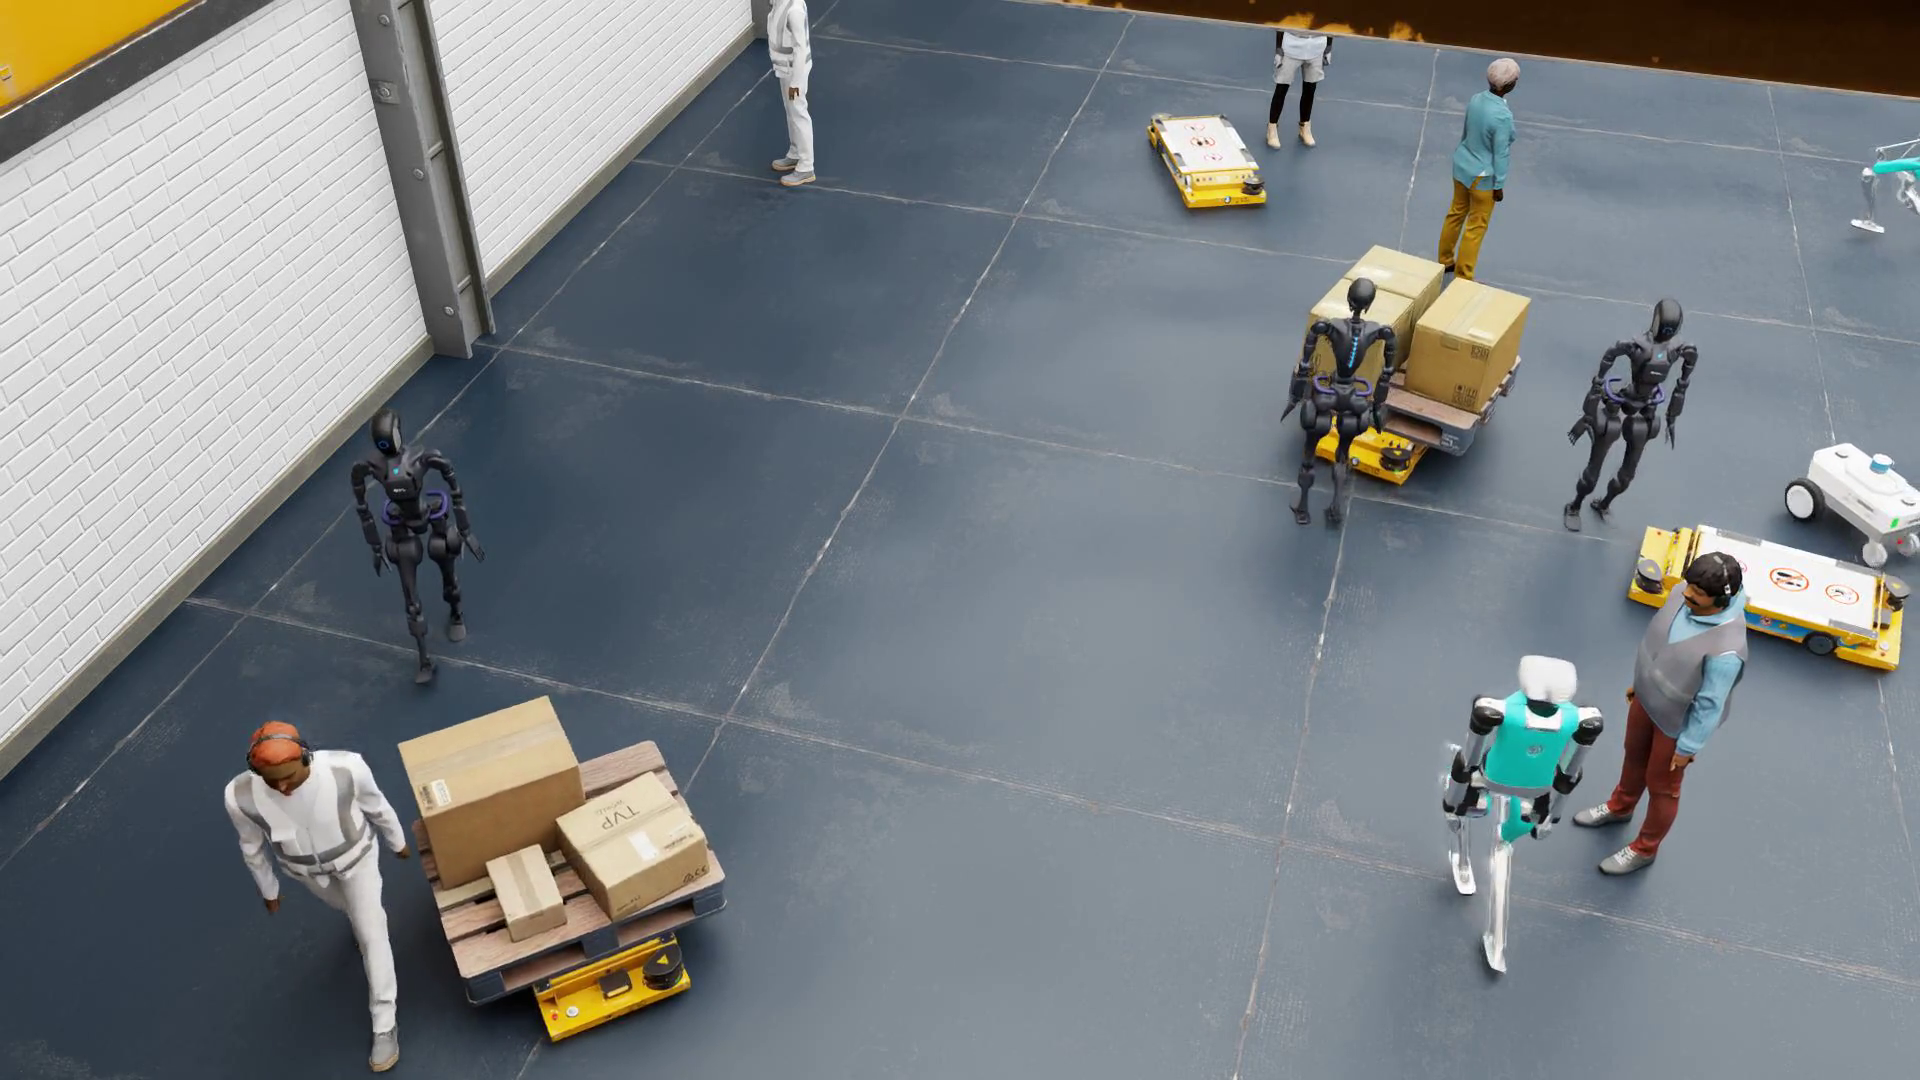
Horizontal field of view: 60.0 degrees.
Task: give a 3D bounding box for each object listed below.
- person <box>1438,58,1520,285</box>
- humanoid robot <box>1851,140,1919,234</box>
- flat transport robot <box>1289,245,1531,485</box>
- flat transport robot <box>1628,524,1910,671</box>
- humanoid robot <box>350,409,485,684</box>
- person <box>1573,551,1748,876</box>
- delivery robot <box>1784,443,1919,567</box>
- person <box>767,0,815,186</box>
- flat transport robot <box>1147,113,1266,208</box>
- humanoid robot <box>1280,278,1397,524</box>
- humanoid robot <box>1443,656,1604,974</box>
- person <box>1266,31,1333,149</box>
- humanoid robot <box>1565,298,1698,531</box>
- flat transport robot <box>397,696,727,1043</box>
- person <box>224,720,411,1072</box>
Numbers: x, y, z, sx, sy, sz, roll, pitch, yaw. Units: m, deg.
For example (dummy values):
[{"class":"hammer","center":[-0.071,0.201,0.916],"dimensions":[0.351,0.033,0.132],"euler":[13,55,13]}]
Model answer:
[{"class":"person","center":[3.789,-2.653,12.127],"dimensions":[0.344,1.750,0.528],"euler":[-12,40,-14]},{"class":"humanoid robot","center":[7.289,-3.018,12.591],"dimensions":[0.553,1.728,0.966],"euler":[-32,49,-33]},{"class":"flat transport robot","center":[2.928,-0.892,11.114],"dimensions":[0.659,0.231,1.431],"euler":[23,44,26]},{"class":"flat transport robot","center":[4.682,0.294,9.639],"dimensions":[1.431,0.231,0.659],"euler":[17,42,20]},{"class":"humanoid robot","center":[-2.872,0.005,8.891],"dimensions":[0.598,1.638,0.652],"euler":[-8,39,-10]},{"class":"person","center":[3.320,0.794,7.740],"dimensions":[0.417,1.873,0.535],"euler":[-6,39,-7]},{"class":"delivery robot","center":[5.483,-0.257,10.110],"dimensions":[0.499,0.612,0.805],"euler":[-14,41,-17]},{"class":"person","center":[-1.377,-3.801,13.446],"dimensions":[0.357,1.882,0.572],"euler":[-10,40,-13]},{"class":"flat transport robot","center":[2.063,-3.217,14.006],"dimensions":[0.659,0.231,1.431],"euler":[-5,39,-7]},{"class":"humanoid robot","center":[2.230,-0.795,9.875],"dimensions":[0.608,1.648,0.353],"euler":[2,39,2]},{"class":"humanoid robot","center":[2.429,1.077,7.514],"dimensions":[0.531,1.771,0.905],"euler":[4,39,6]},{"class":"person","center":[2.878,-4.110,13.983],"dimensions":[0.532,1.691,0.322],"euler":[-5,39,-6]},{"class":"humanoid robot","center":[3.938,-0.731,9.808],"dimensions":[0.613,1.646,0.363],"euler":[1,39,1]},{"class":"flat transport robot","center":[-1.838,1.680,7.915],"dimensions":[0.659,0.231,1.431],"euler":[-18,42,-21]},{"class":"person","center":[-2.679,1.346,7.093],"dimensions":[0.613,1.841,0.947],"euler":[-7,39,-9]}]
